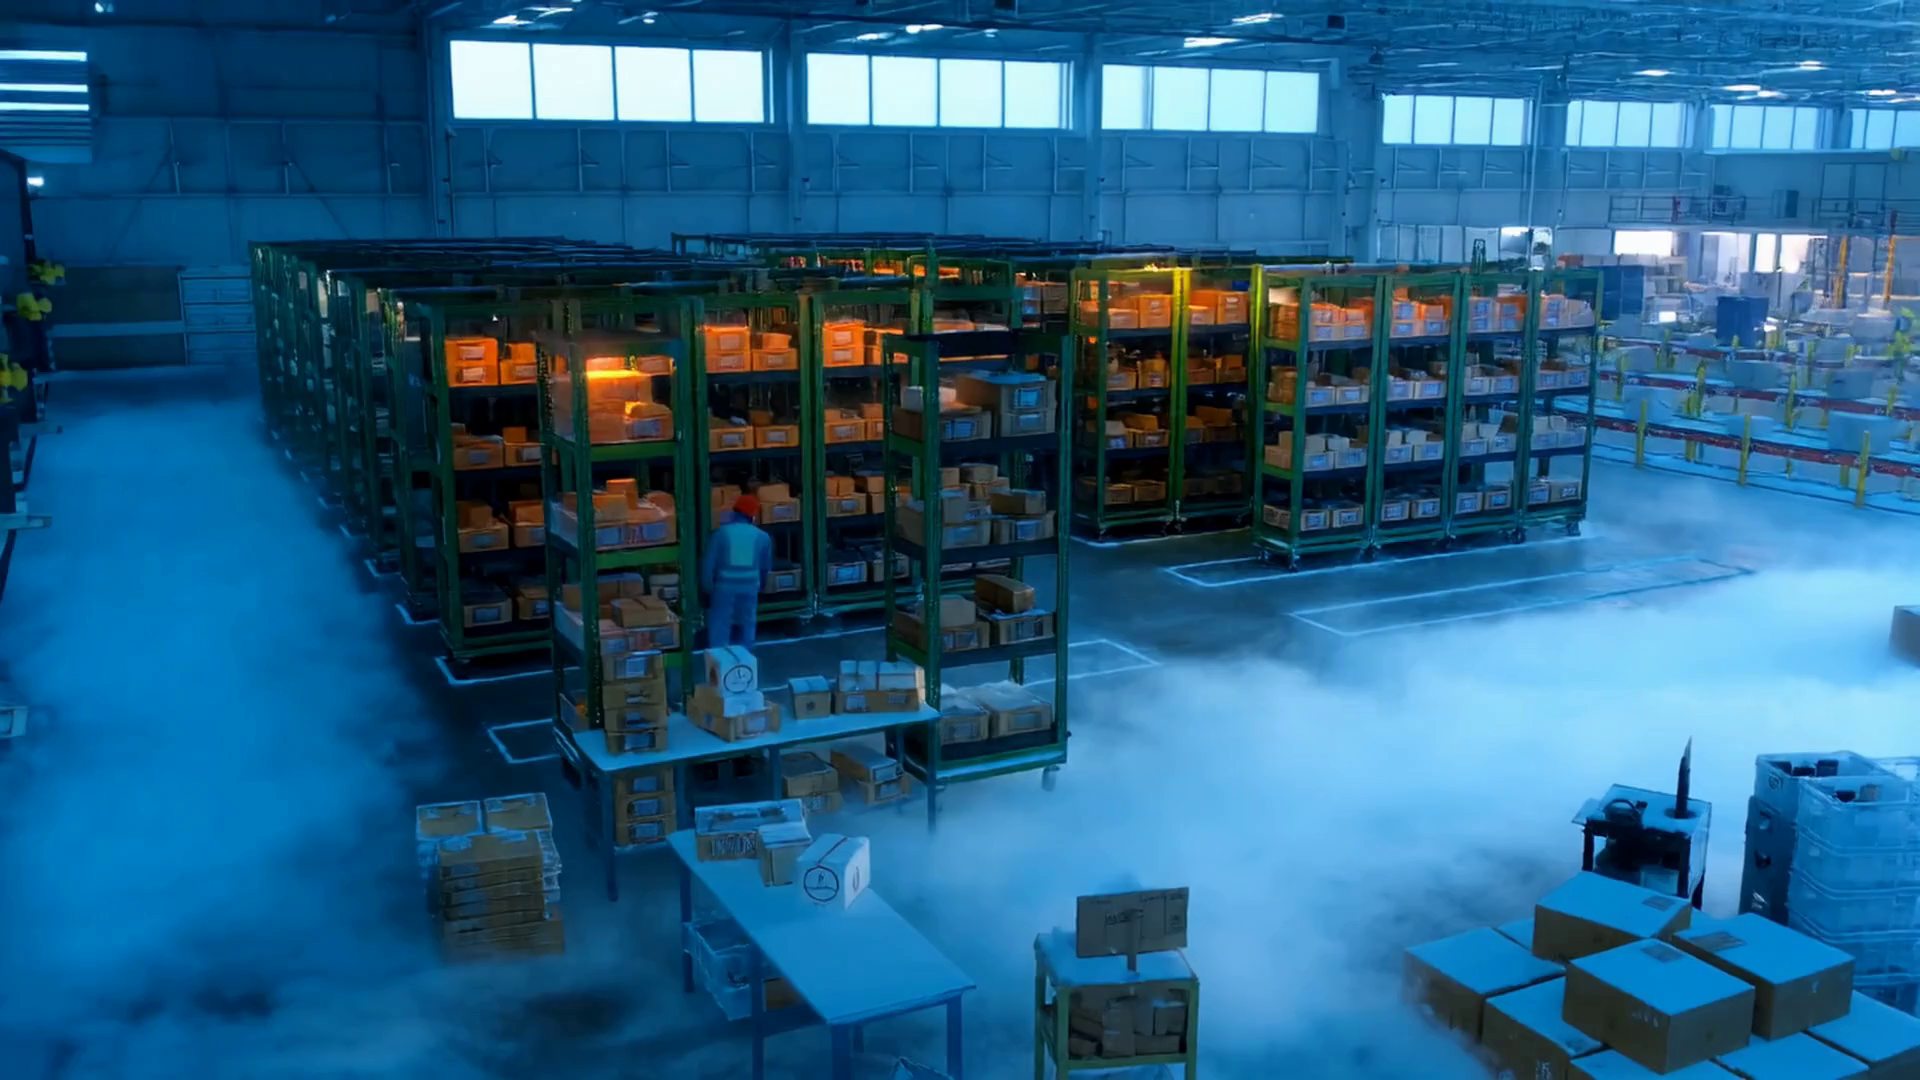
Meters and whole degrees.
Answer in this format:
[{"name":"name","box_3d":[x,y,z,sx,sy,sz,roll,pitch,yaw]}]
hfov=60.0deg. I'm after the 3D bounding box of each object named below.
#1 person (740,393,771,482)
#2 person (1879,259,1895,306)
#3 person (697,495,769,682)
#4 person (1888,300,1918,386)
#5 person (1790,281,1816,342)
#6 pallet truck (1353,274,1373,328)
[{"name":"person","box_3d":[-2.944,-1.317,24.210,0.949,1.811,0.560,-9,15,-35]},{"name":"person","box_3d":[36.178,-10.028,64.855,0.515,1.842,0.333,-9,15,-35]},{"name":"person","box_3d":[-2.204,0.477,15.890,0.770,1.787,0.406,-6,13,-25]},{"name":"person","box_3d":[22.229,-4.622,39.130,0.645,2.028,0.429,-9,15,-37]},{"name":"person","box_3d":[24.990,-6.719,49.277,0.739,1.886,0.444,1,12,5]},{"name":"pallet truck","box_3d":[13.011,-8.050,55.243,0.823,1.965,1.885,-7,14,-28]}]
